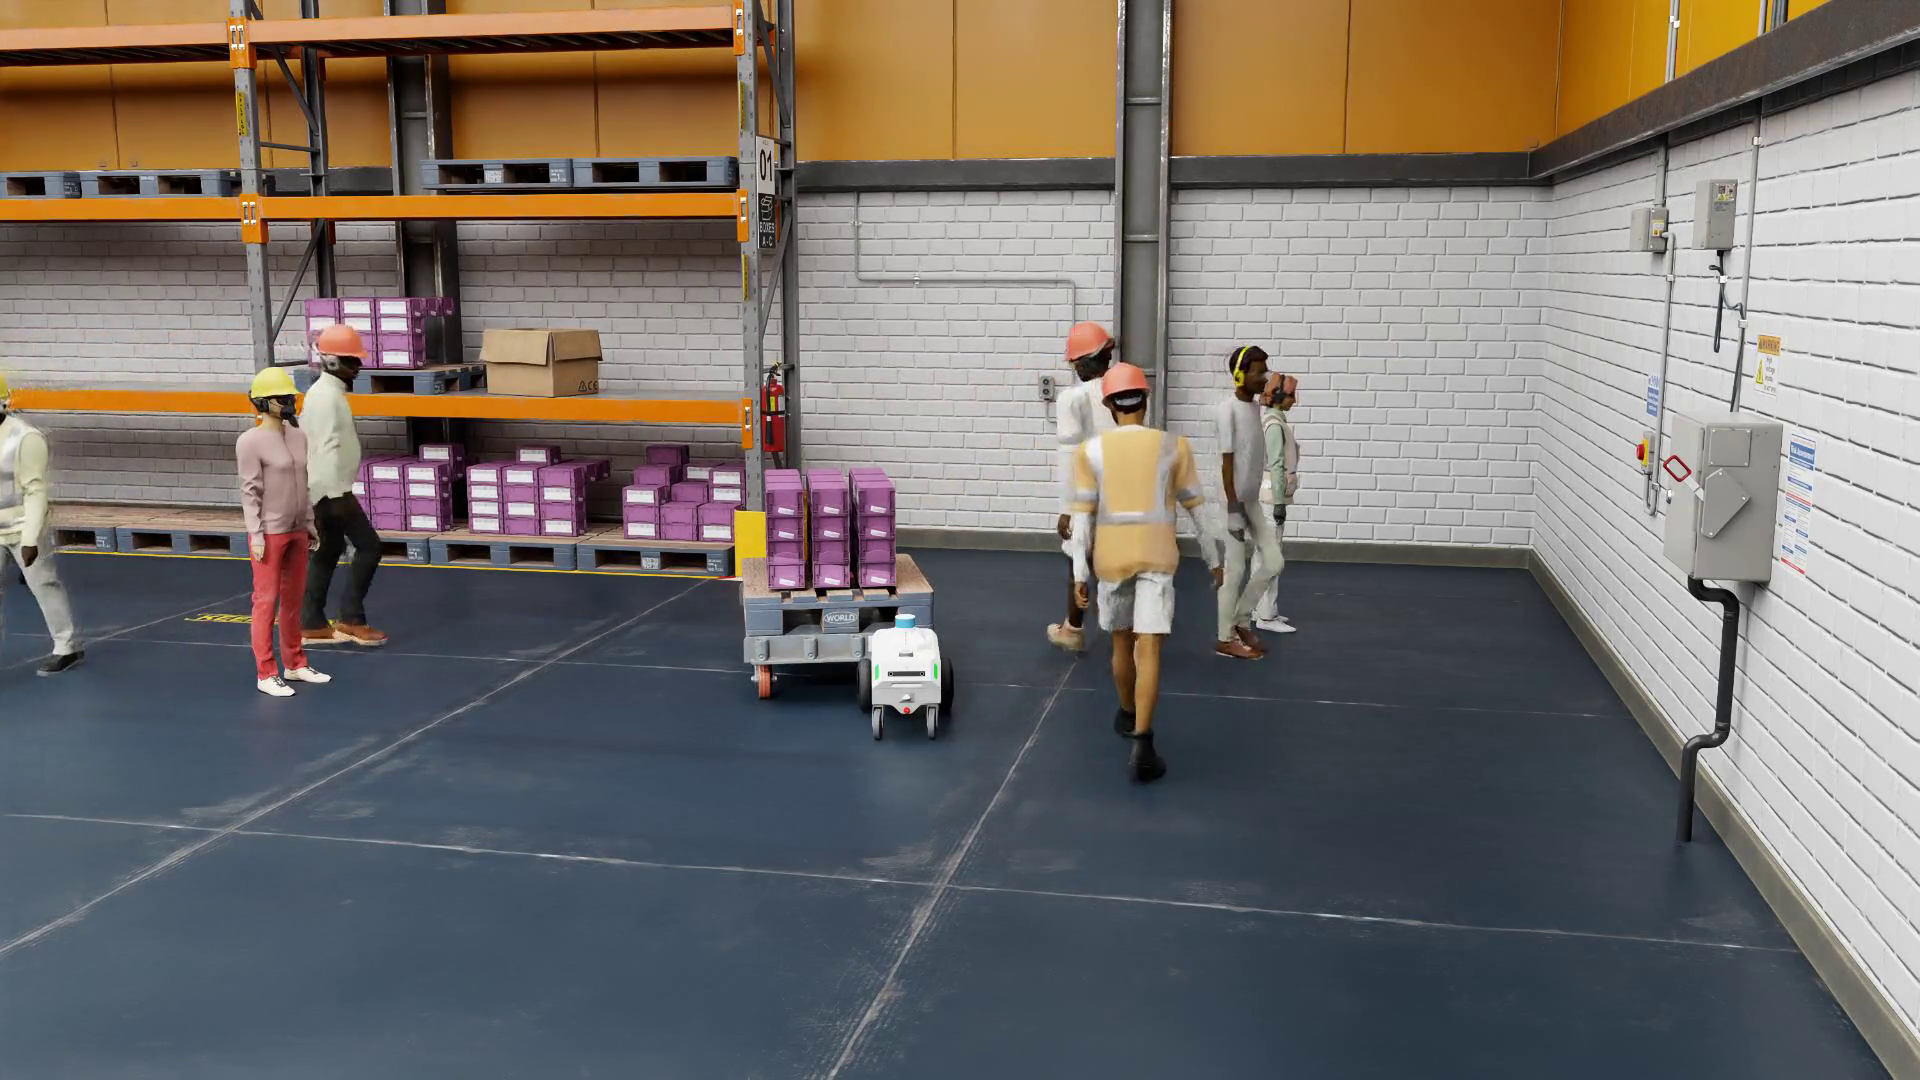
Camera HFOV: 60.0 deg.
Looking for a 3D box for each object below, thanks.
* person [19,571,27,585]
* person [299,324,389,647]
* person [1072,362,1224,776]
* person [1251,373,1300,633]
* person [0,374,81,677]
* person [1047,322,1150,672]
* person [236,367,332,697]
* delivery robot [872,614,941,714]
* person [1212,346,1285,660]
[{"bbox_3d":[-7.022,-0.566,11.715,0.846,1.915,0.549,0,9,3],"label":"person"},{"bbox_3d":[-3.719,-0.306,9.987,0.675,1.957,0.652,-3,10,-17],"label":"person"},{"bbox_3d":[0.857,0.116,7.756,0.666,1.873,0.984,2,10,13],"label":"person"},{"bbox_3d":[1.989,-0.239,10.557,0.308,1.638,0.511,1,9,4],"label":"person"},{"bbox_3d":[-5.223,-0.062,9.074,0.603,1.773,0.944,2,10,13],"label":"person"},{"bbox_3d":[0.787,-0.252,9.594,0.660,1.979,1.000,-4,10,-21],"label":"person"},{"bbox_3d":[-3.678,-0.049,9.022,0.301,1.772,0.525,2,10,14],"label":"person"},{"bbox_3d":[-0.274,0.618,8.368,0.477,0.478,0.707,0,9,-3],"label":"delivery robot"},{"bbox_3d":[1.677,-0.202,9.691,0.435,1.847,0.530,7,12,36],"label":"person"}]
